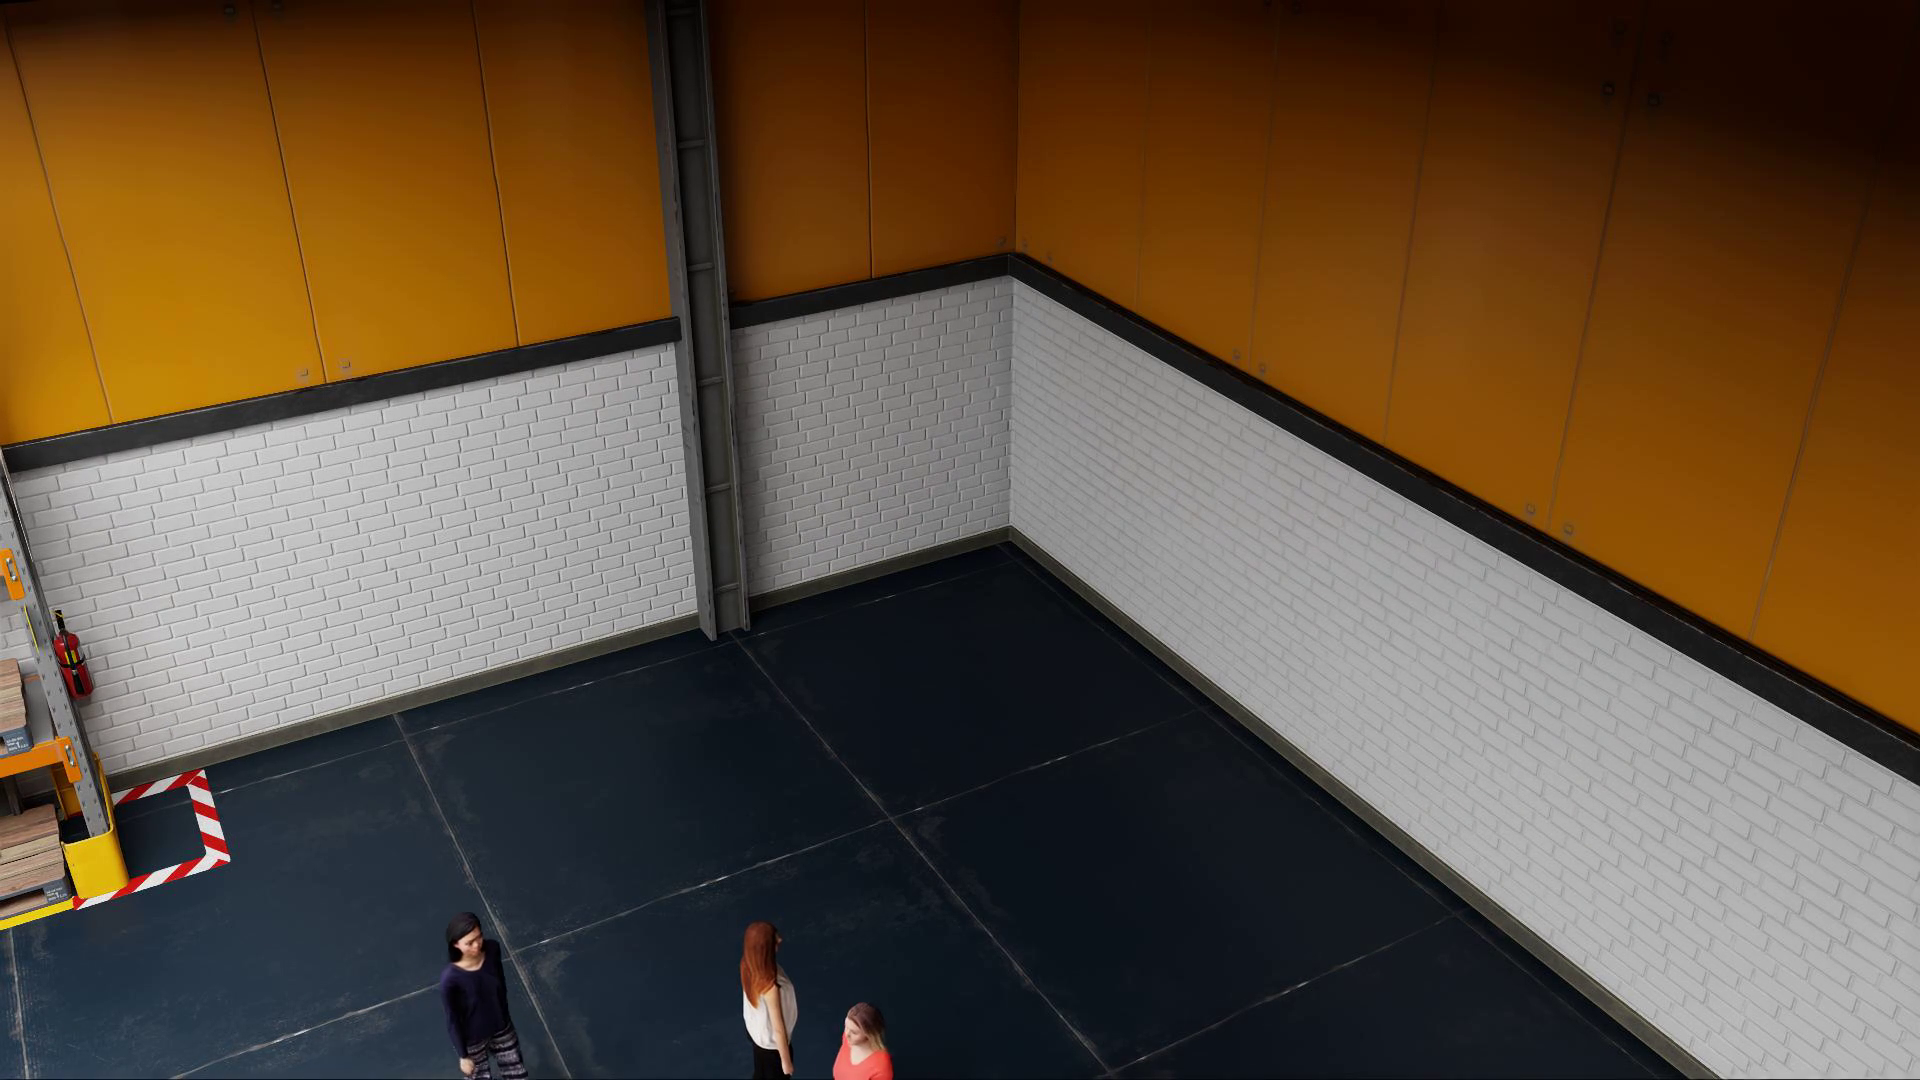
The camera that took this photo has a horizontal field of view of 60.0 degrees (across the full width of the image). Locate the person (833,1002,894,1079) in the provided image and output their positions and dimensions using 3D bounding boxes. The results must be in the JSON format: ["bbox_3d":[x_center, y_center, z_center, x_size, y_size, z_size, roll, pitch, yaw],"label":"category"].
[{"bbox_3d":[-0.430,3.190,9.267,0.674,1.685,0.643,-22,36,-35],"label":"person"}]

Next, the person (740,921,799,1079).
[{"bbox_3d":[-1.122,2.912,9.738,0.498,1.722,0.593,-14,32,-24],"label":"person"}]

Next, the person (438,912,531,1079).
[{"bbox_3d":[-2.889,2.851,9.857,0.862,1.714,0.893,20,34,32],"label":"person"}]
